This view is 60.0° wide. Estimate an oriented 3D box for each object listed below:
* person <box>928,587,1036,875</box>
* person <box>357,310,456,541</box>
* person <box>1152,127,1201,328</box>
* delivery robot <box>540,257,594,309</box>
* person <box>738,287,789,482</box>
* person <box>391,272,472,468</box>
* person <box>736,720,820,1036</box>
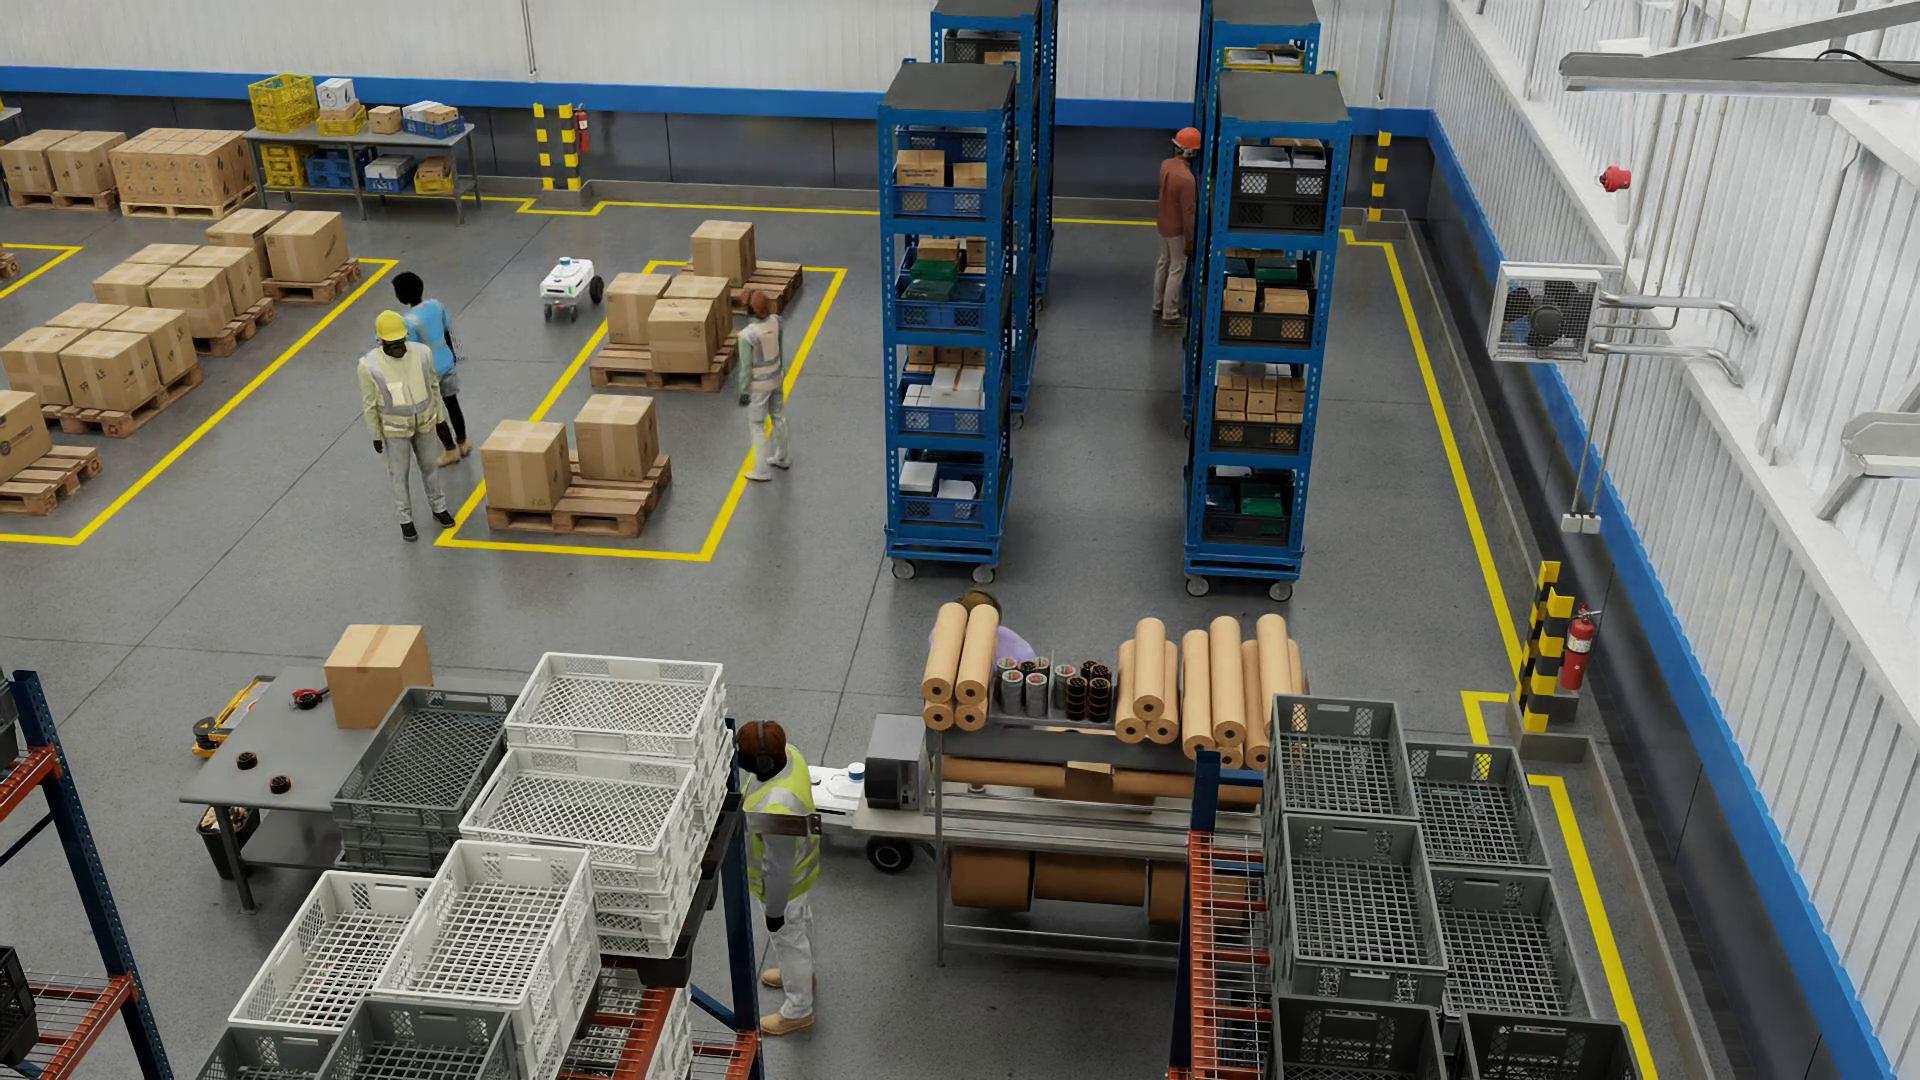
[{"bbox_3d":[0.107,1.065,9.181,0.629,1.932,0.371,13,33,21],"label":"person"},{"bbox_3d":[-4.187,-0.885,12.624,0.600,1.831,0.404,-22,37,-32],"label":"person"},{"bbox_3d":[2.125,-3.032,16.172,0.411,1.980,0.625,-10,32,-16],"label":"person"},{"bbox_3d":[-3.954,-2.609,16.758,0.477,0.478,0.707,4,31,7],"label":"delivery robot"},{"bbox_3d":[-1.590,-1.262,13.464,0.310,1.636,0.522,17,34,27],"label":"person"},{"bbox_3d":[-4.345,-1.420,13.700,0.342,1.682,0.616,9,31,15],"label":"person"},{"bbox_3d":[-0.907,1.653,8.272,0.431,1.837,0.629,-2,30,-3],"label":"person"}]
